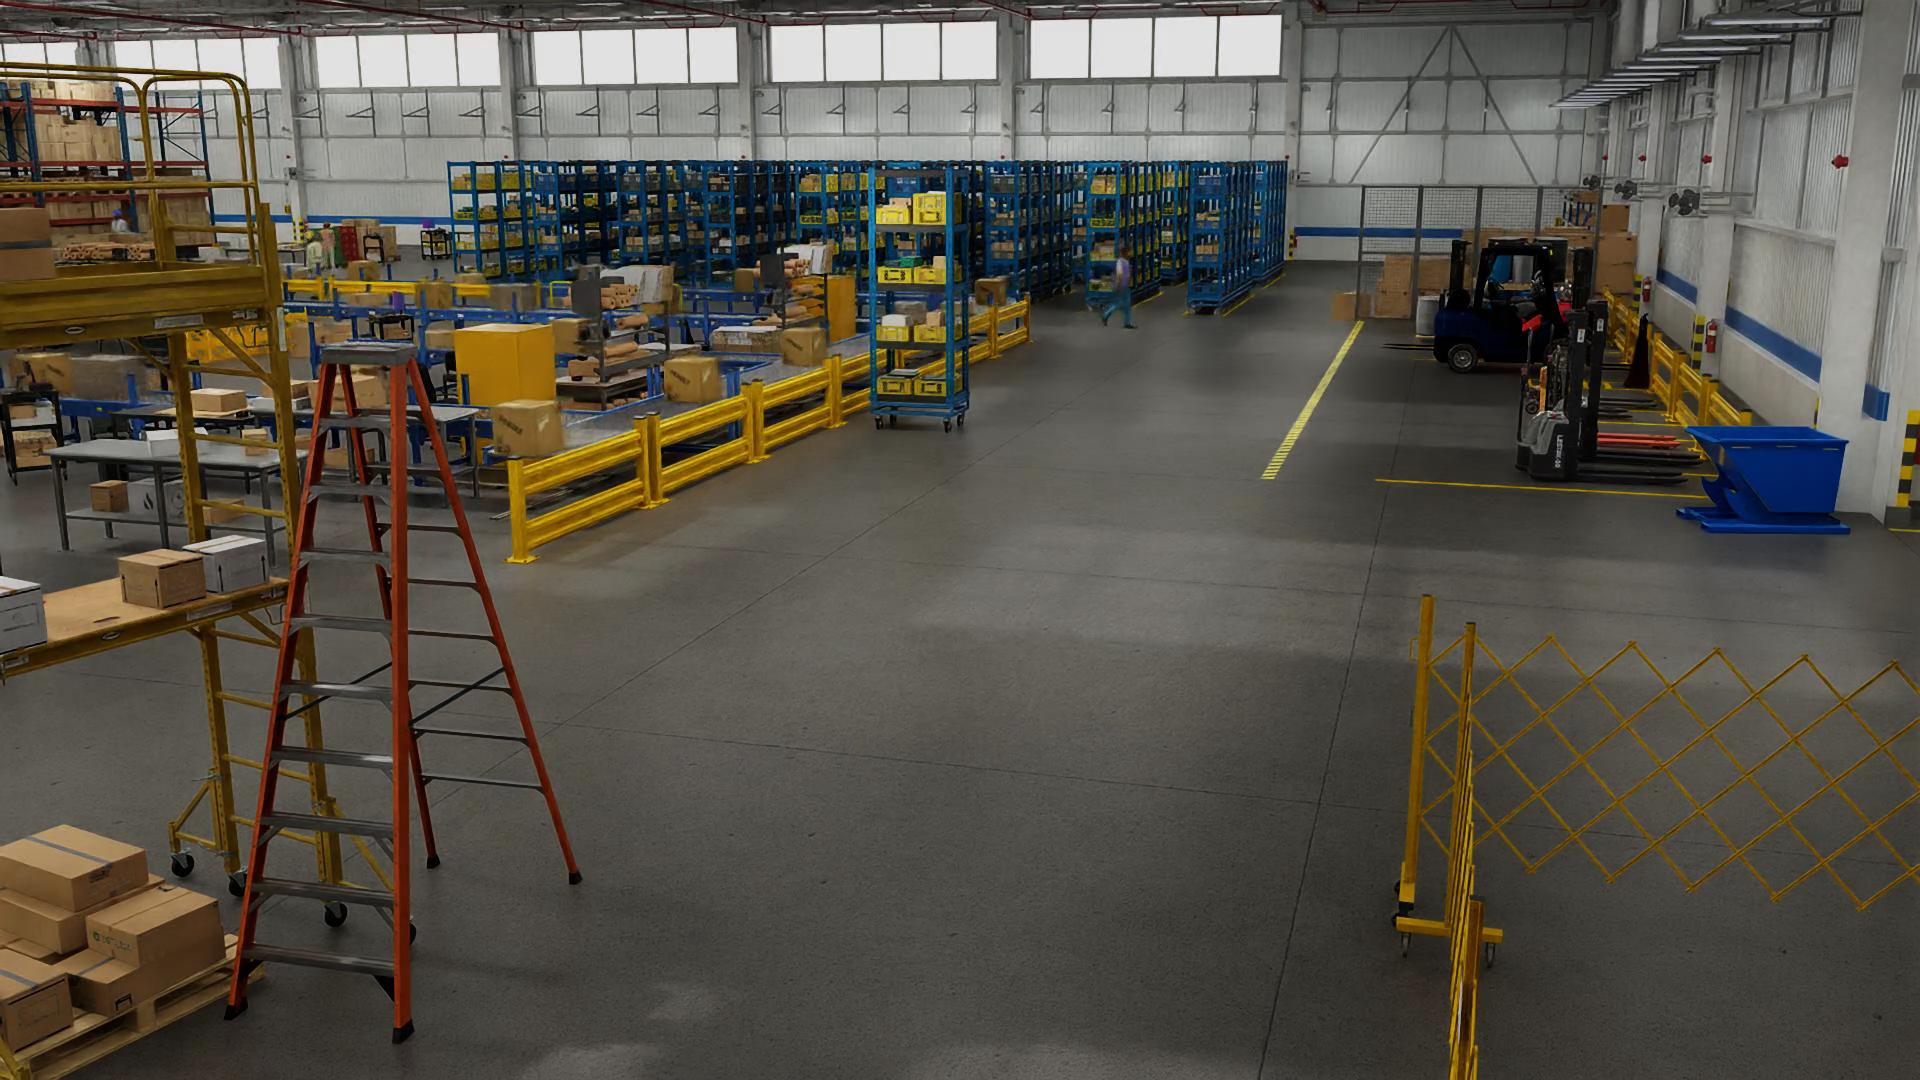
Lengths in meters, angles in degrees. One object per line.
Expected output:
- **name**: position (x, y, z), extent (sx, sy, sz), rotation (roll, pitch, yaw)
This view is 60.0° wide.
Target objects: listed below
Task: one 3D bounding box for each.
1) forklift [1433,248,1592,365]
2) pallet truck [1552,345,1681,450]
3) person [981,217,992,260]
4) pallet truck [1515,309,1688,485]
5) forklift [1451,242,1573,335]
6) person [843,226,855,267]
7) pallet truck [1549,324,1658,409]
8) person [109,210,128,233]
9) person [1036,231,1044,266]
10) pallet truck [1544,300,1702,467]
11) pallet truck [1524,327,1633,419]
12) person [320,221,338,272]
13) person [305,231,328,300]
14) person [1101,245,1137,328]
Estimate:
- **forklift**: position (9.780, -4.111, 29.280), extent (2.680, 1.987, 1.157), rotation (3, 13, 14)
- **pallet truck**: position (8.641, -1.896, 21.908), extent (1.630, 1.274, 0.653), rotation (4, 14, 16)
- **person**: position (1.082, -10.361, 57.589), extent (0.887, 1.711, 0.552), rotation (5, 14, 21)
- **pallet truck**: position (7.554, -1.677, 19.446), extent (1.885, 1.965, 0.823), rotation (3, 13, 14)
- **forklift**: position (10.464, -4.597, 31.405), extent (2.680, 1.987, 1.157), rotation (4, 14, 16)
- **person**: position (-3.352, -8.713, 49.736), extent (0.373, 2.043, 0.615), rotation (3, 13, 12)
- **pallet truck**: position (9.824, -2.669, 25.407), extent (1.601, 1.201, 0.680), rotation (4, 14, 16)
- **person**: position (-28.863, -10.348, 57.062), extent (0.666, 1.923, 0.441), rotation (2, 13, 9)
- **person**: position (2.249, -8.273, 47.935), extent (0.375, 1.997, 0.611), rotation (-2, 13, -10)
- **pallet truck**: position (8.263, -1.952, 20.631), extent (1.885, 1.965, 0.823), rotation (5, 14, 20)
- **pallet truck**: position (9.065, -2.460, 24.370), extent (1.522, 1.261, 0.704), rotation (3, 13, 14)
- **person**: position (-20.684, -9.611, 54.484), extent (0.518, 1.645, 0.307), rotation (3, 13, 14)
- **person**: position (-17.037, -7.241, 43.866), extent (0.416, 1.815, 0.616), rotation (4, 14, 16)
- **person**: position (3.529, -5.577, 36.661), extent (0.702, 1.829, 0.573), rotation (6, 14, 25)
